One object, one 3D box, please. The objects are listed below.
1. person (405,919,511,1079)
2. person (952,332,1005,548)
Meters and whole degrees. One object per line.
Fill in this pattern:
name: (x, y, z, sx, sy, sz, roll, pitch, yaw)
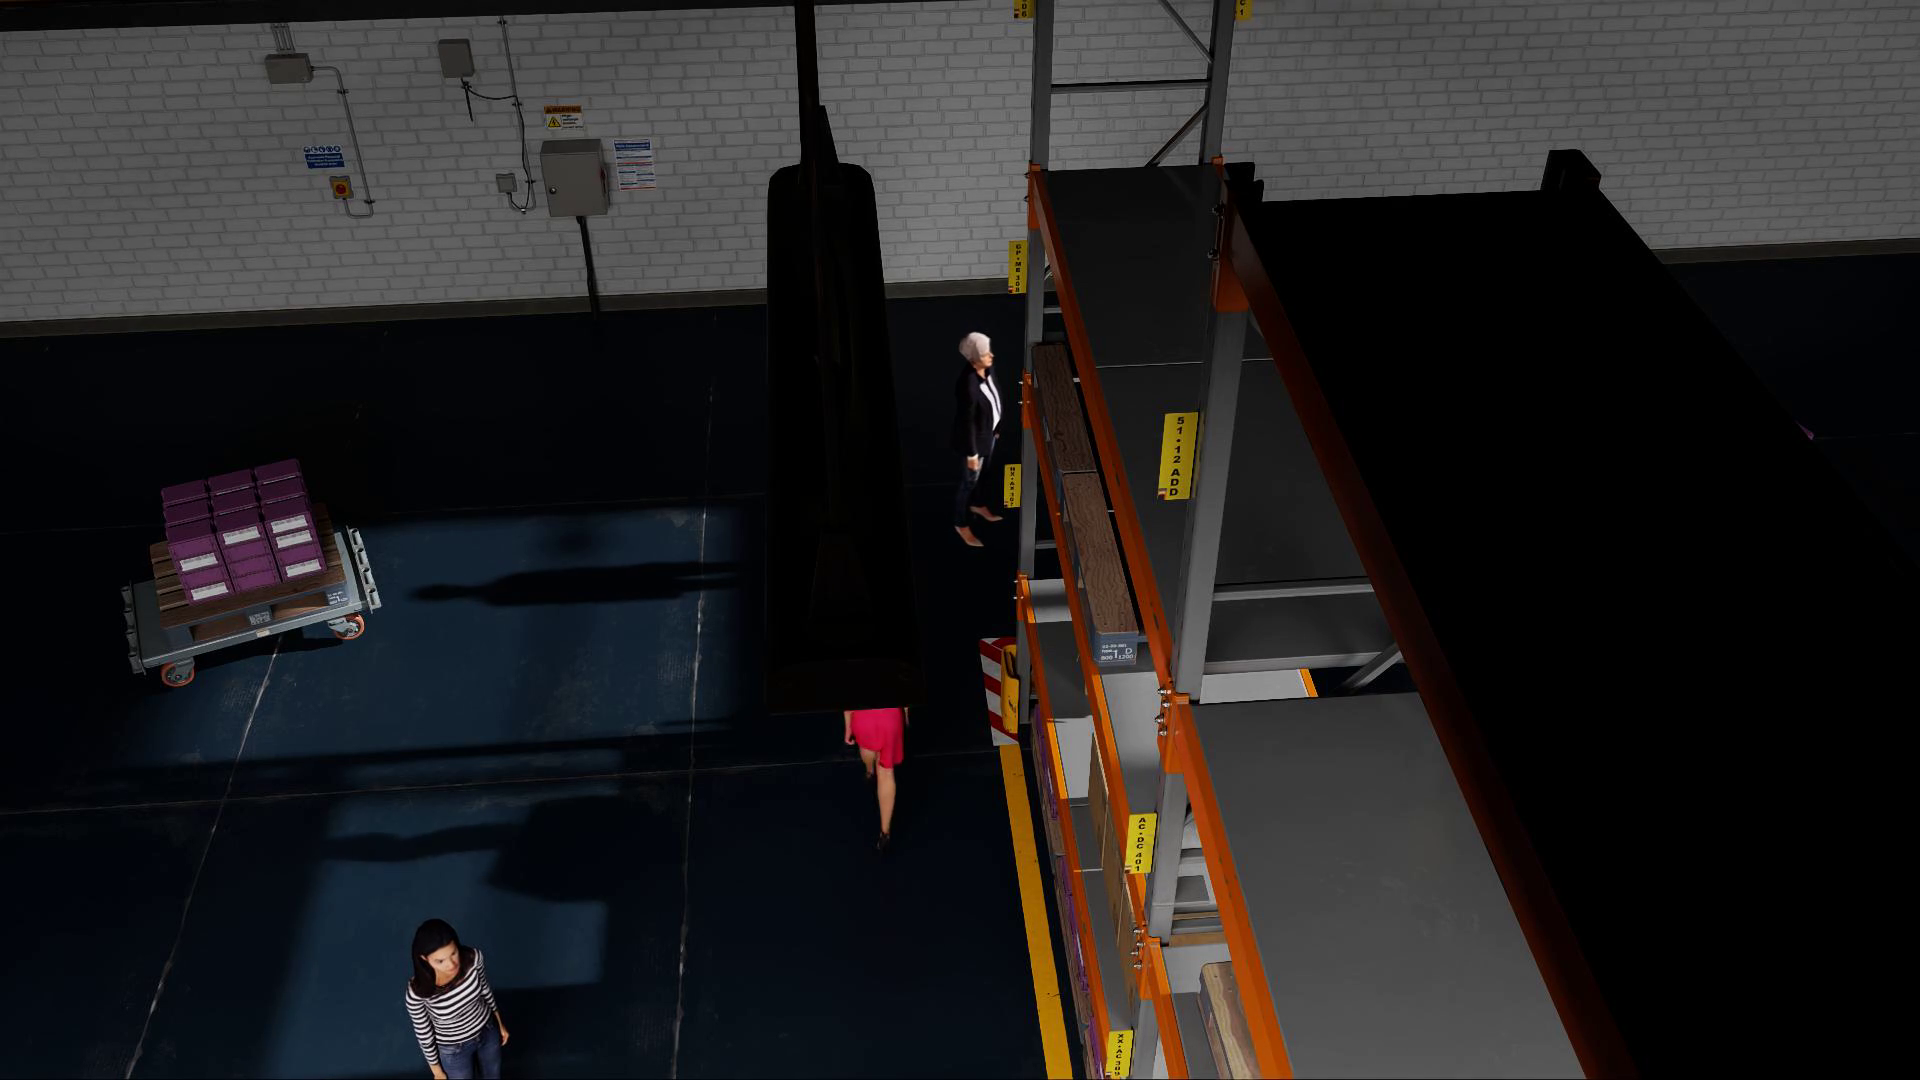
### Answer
person: (-2.460, 2.502, 8.278, 0.689, 1.797, 0.624, 27, 46, 29)
person: (0.163, -0.752, 11.919, 0.805, 1.775, 0.796, 17, 41, 20)
